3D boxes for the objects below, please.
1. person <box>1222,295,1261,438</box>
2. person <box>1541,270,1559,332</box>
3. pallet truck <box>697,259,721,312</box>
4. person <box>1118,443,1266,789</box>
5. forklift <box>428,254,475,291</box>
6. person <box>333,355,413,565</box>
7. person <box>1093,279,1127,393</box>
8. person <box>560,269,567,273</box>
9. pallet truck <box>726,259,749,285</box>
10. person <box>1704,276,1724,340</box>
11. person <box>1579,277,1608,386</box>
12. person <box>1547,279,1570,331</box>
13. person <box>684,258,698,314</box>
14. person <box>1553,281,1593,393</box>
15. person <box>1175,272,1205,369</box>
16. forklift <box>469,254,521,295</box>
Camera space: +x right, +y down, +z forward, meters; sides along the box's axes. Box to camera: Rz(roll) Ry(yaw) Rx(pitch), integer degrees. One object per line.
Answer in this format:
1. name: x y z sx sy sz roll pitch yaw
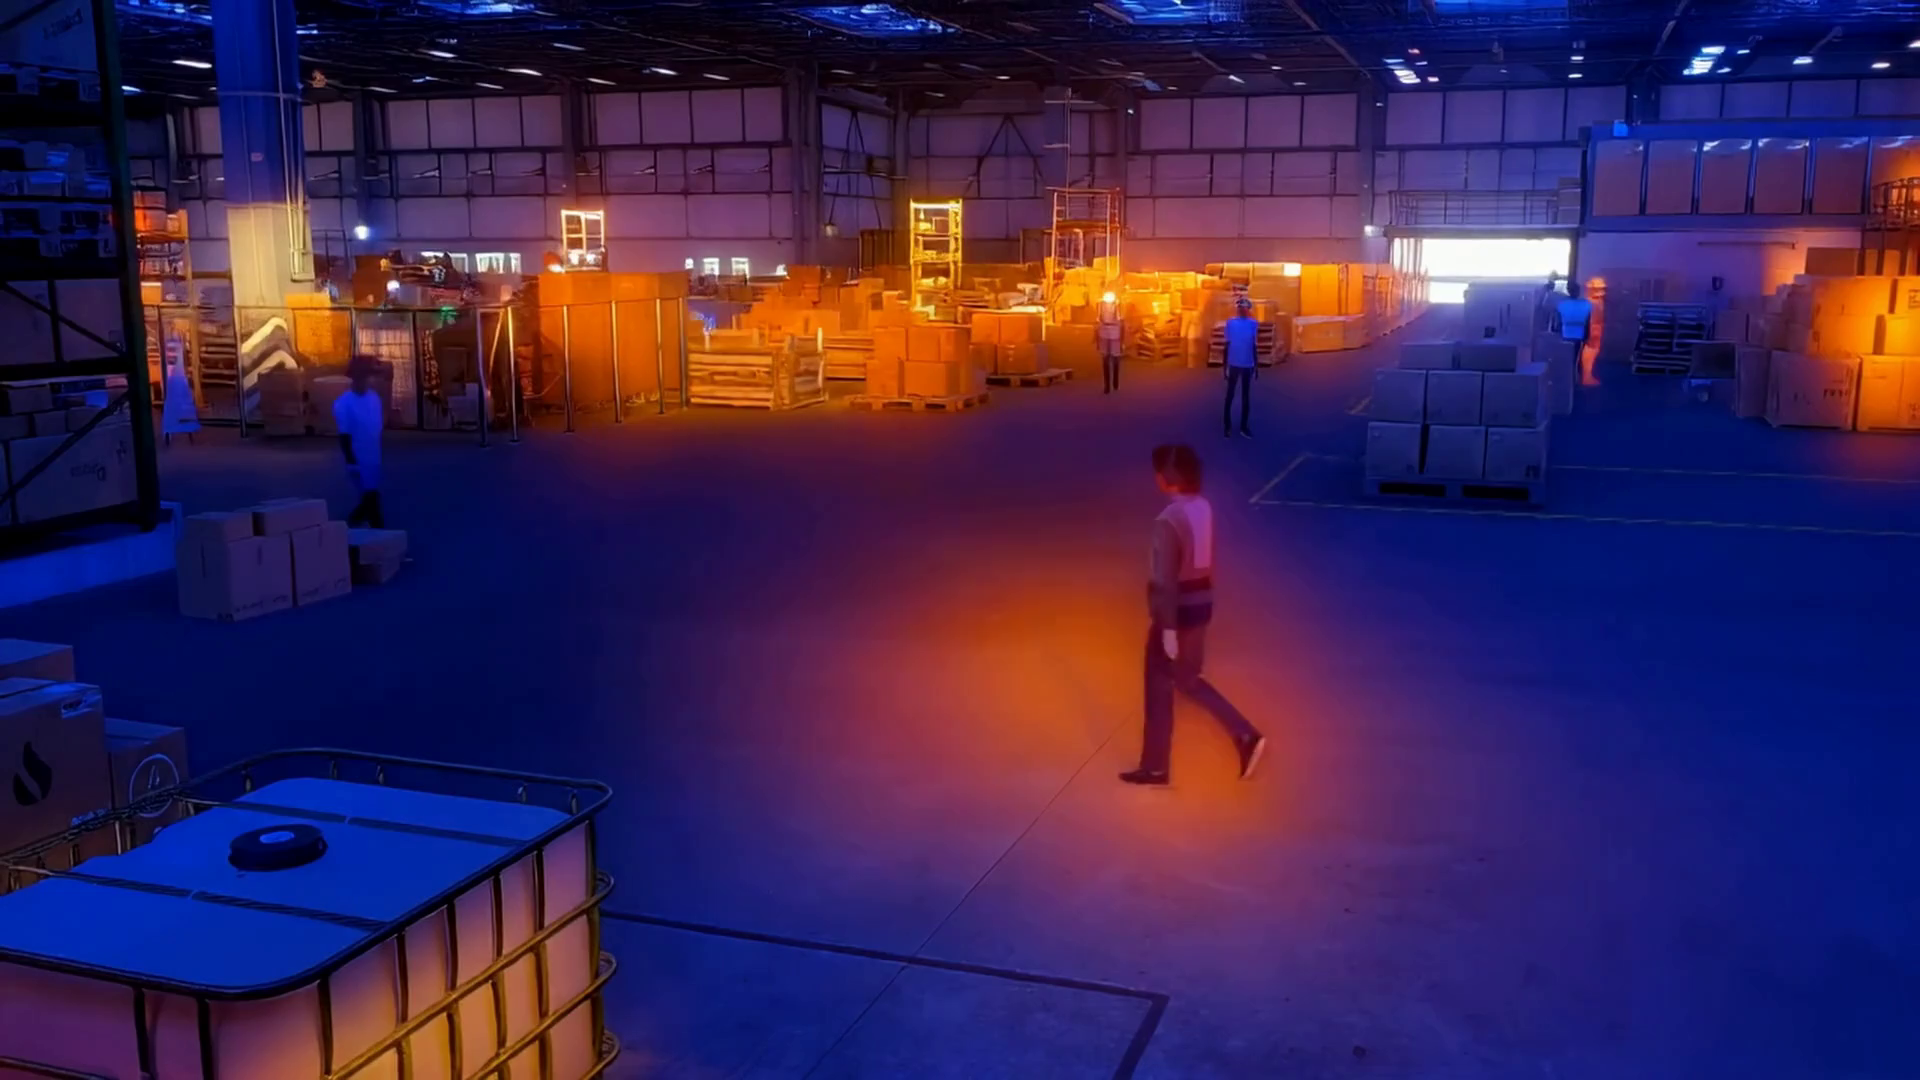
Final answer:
1. person: 3.660 -2.249 21.604 0.521 1.865 0.336 -1 10 -5
2. person: 16.498 -6.608 46.346 0.532 1.791 0.953 -3 10 -14
3. pallet truck: -9.165 -9.627 62.776 0.823 1.965 1.885 4 11 23
4. person: 1.063 0.362 7.577 0.601 1.616 0.517 6 12 31
5. forklift: -20.133 -10.254 65.465 1.157 1.987 2.680 3 11 19
6. person: -4.638 -0.637 13.121 0.756 1.644 0.555 2 10 13
7. person: 2.524 -3.439 28.133 0.556 1.919 0.398 2 10 13
8. person: -14.147 -8.884 58.970 0.925 1.871 0.646 -2 10 -12
9. pallet truck: -7.986 -9.493 62.019 0.823 1.965 1.885 3 11 17
10. person: 15.721 -4.541 34.552 0.649 1.848 0.561 5 11 28
11. person: 11.345 -3.724 29.708 0.552 1.932 0.377 -9 13 -40
12. person: 13.562 -5.029 37.611 0.548 1.724 0.852 4 11 24
13. person: -9.346 -8.718 57.564 0.409 2.034 0.608 8 13 37
14. person: 10.226 -3.371 27.826 0.601 1.903 0.454 1 10 5
15. person: 4.653 -4.443 33.674 0.609 1.961 0.367 -2 10 -11
16. forklift: -17.990 -10.121 64.684 1.157 1.987 2.680 3 11 17
